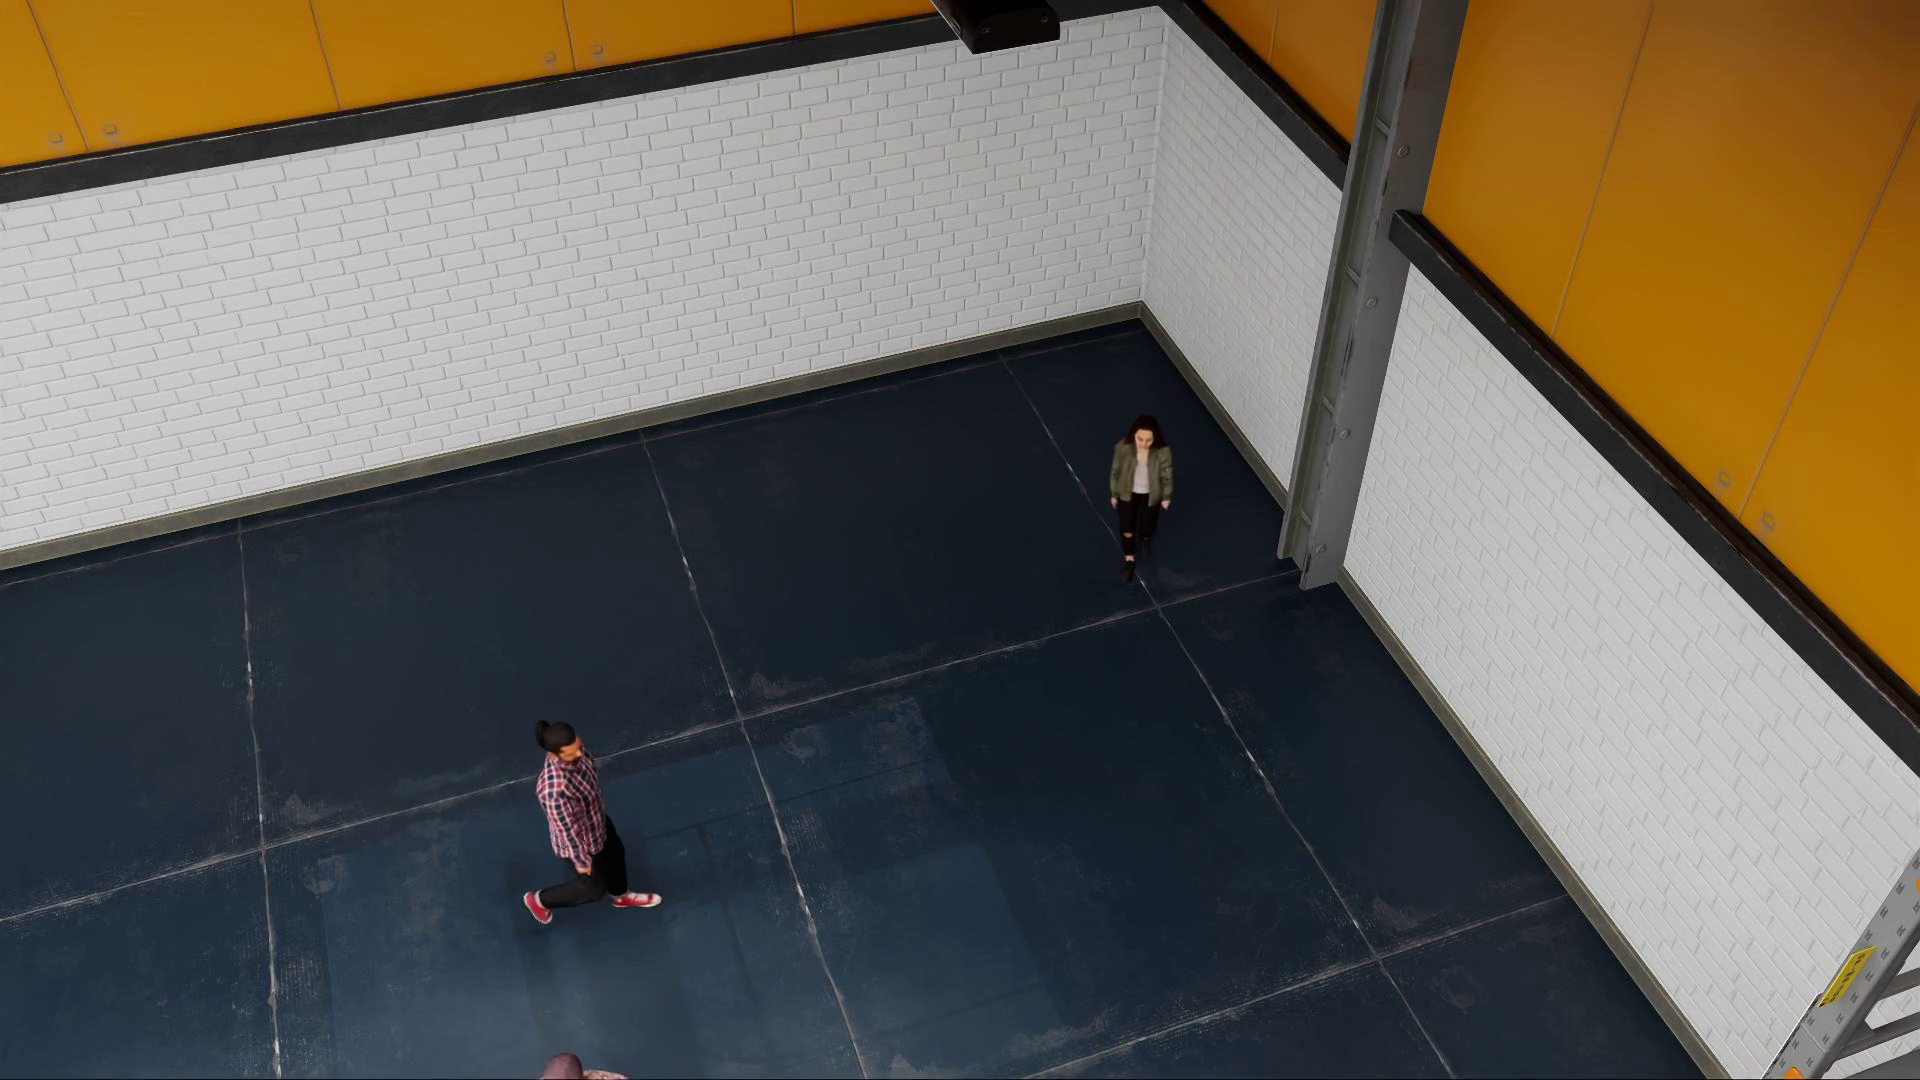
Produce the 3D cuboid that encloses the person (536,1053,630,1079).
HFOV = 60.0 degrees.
[{"bbox_3d":[-1.698,2.820,7.865,0.836,1.788,0.920,-3,44,-4],"label":"person"}]

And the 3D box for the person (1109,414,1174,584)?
[{"bbox_3d":[1.234,-0.366,11.451,0.784,1.454,0.866,10,44,10],"label":"person"}]

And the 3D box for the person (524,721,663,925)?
[{"bbox_3d":[-2.152,1.604,9.175,0.942,1.742,1.009,-1,44,-1],"label":"person"}]
